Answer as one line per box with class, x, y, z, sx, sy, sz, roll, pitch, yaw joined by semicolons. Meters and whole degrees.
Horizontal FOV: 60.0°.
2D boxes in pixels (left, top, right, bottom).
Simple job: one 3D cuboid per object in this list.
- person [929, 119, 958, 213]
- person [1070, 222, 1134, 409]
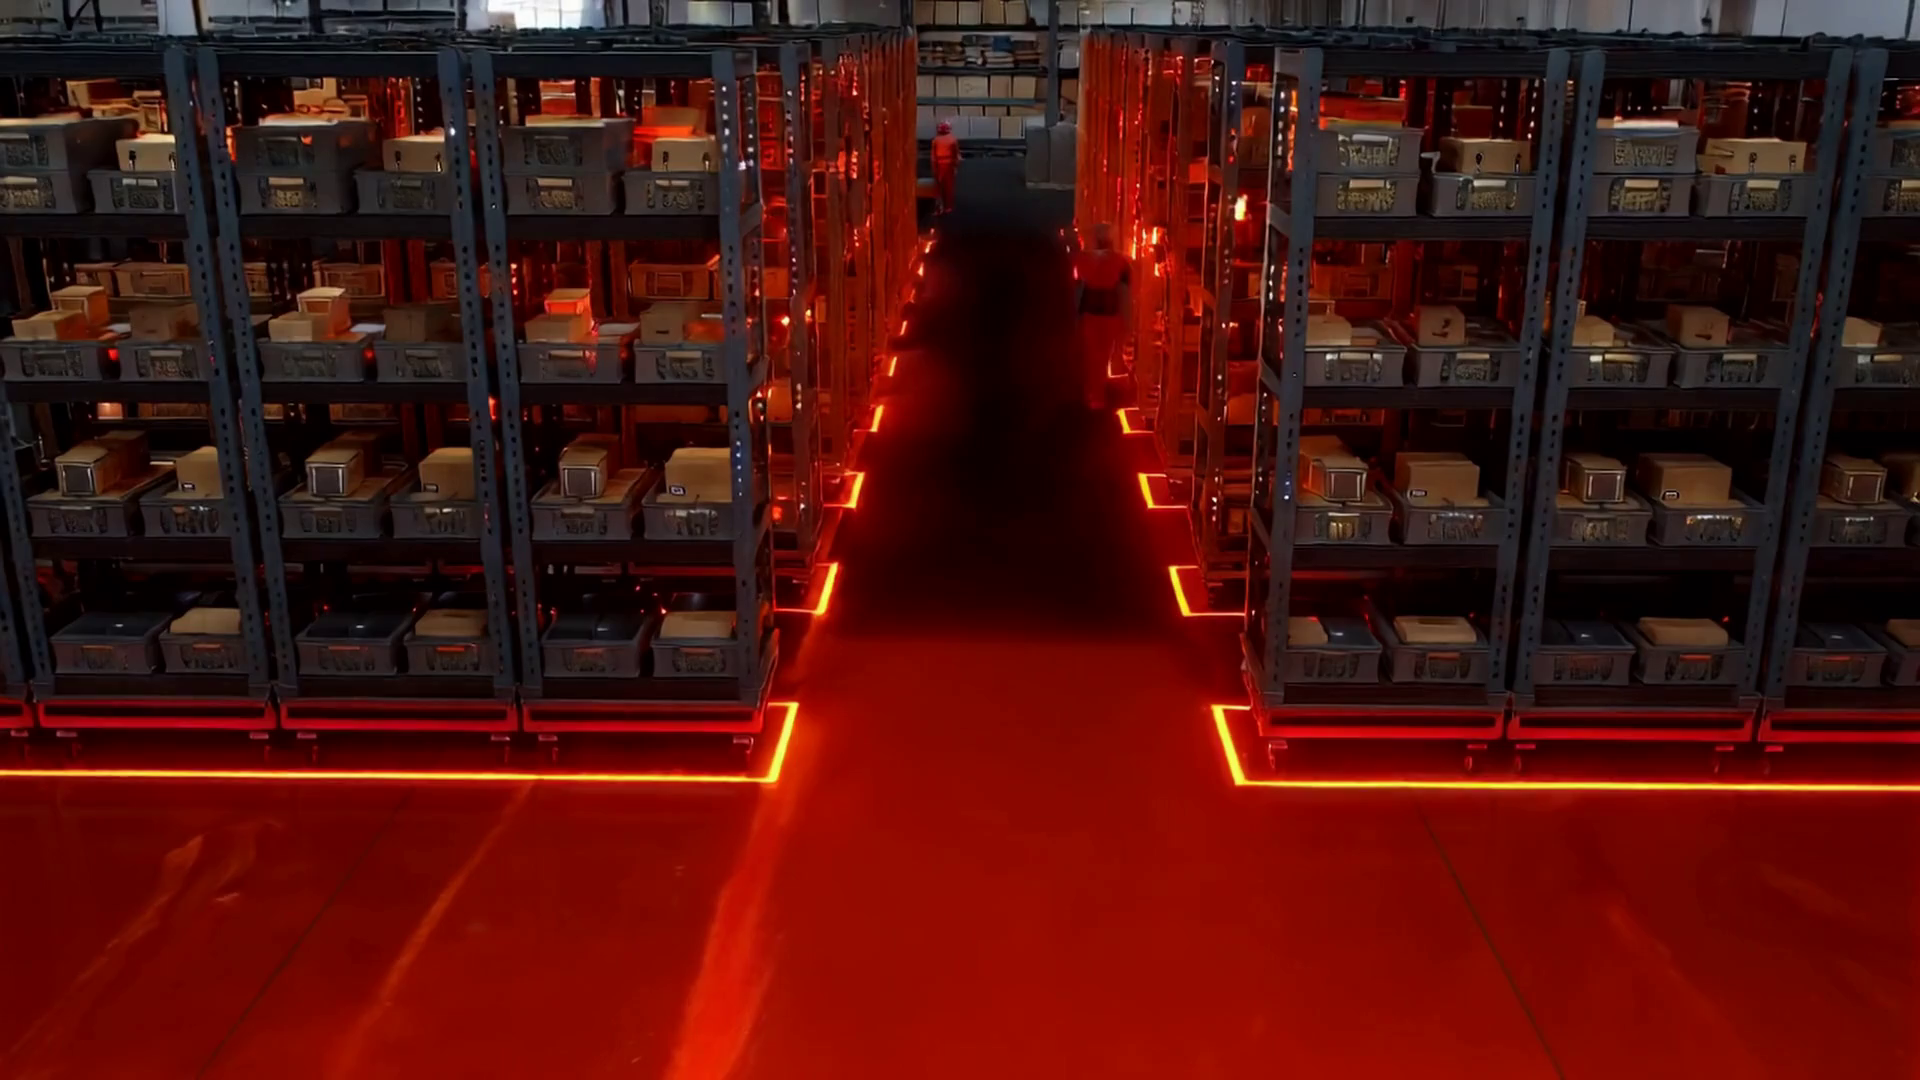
person;-0.337;-7.430;33.061;0.589;1.826;0.404;6;18;17
person;1.426;-2.227;16.477;0.623;1.810;0.640;7;19;22
